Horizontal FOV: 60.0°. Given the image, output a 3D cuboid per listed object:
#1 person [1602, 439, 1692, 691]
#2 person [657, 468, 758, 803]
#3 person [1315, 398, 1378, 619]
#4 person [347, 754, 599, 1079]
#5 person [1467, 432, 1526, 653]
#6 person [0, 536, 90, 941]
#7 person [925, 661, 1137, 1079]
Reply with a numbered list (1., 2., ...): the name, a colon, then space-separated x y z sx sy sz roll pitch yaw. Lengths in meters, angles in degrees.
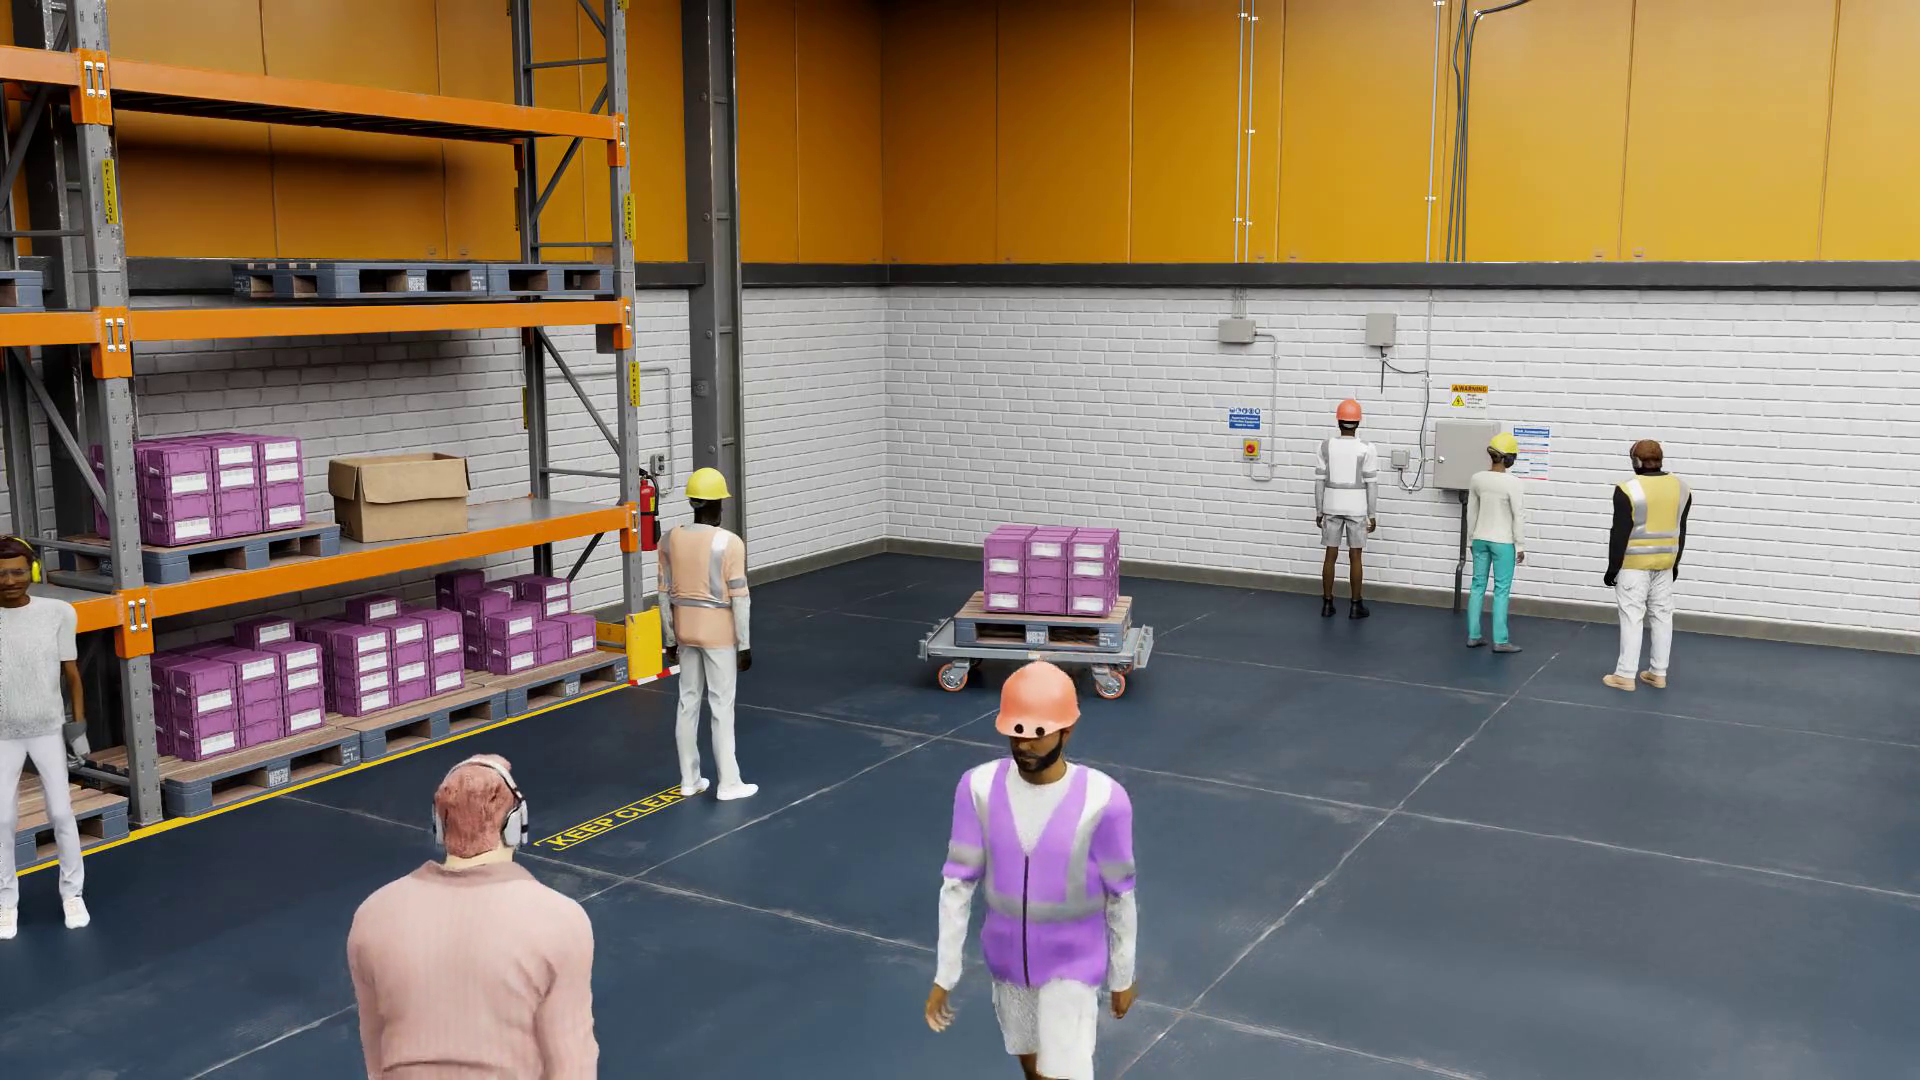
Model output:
1. person: 4.977 0.182 12.127 0.619 1.838 0.430 -2 9 -15
2. person: -1.453 0.546 9.565 0.585 1.928 0.379 4 10 26
3. person: 3.396 -0.272 14.625 0.551 1.941 0.340 5 10 26
4. person: -1.182 1.456 4.152 0.651 1.841 1.054 1 9 7
5. person: 4.315 0.019 13.358 0.328 1.767 0.531 -6 11 -33
6. person: -4.279 0.896 7.614 0.505 1.860 0.320 -5 10 -26
7. person: 0.212 1.294 5.007 0.562 1.889 0.962 4 10 24
